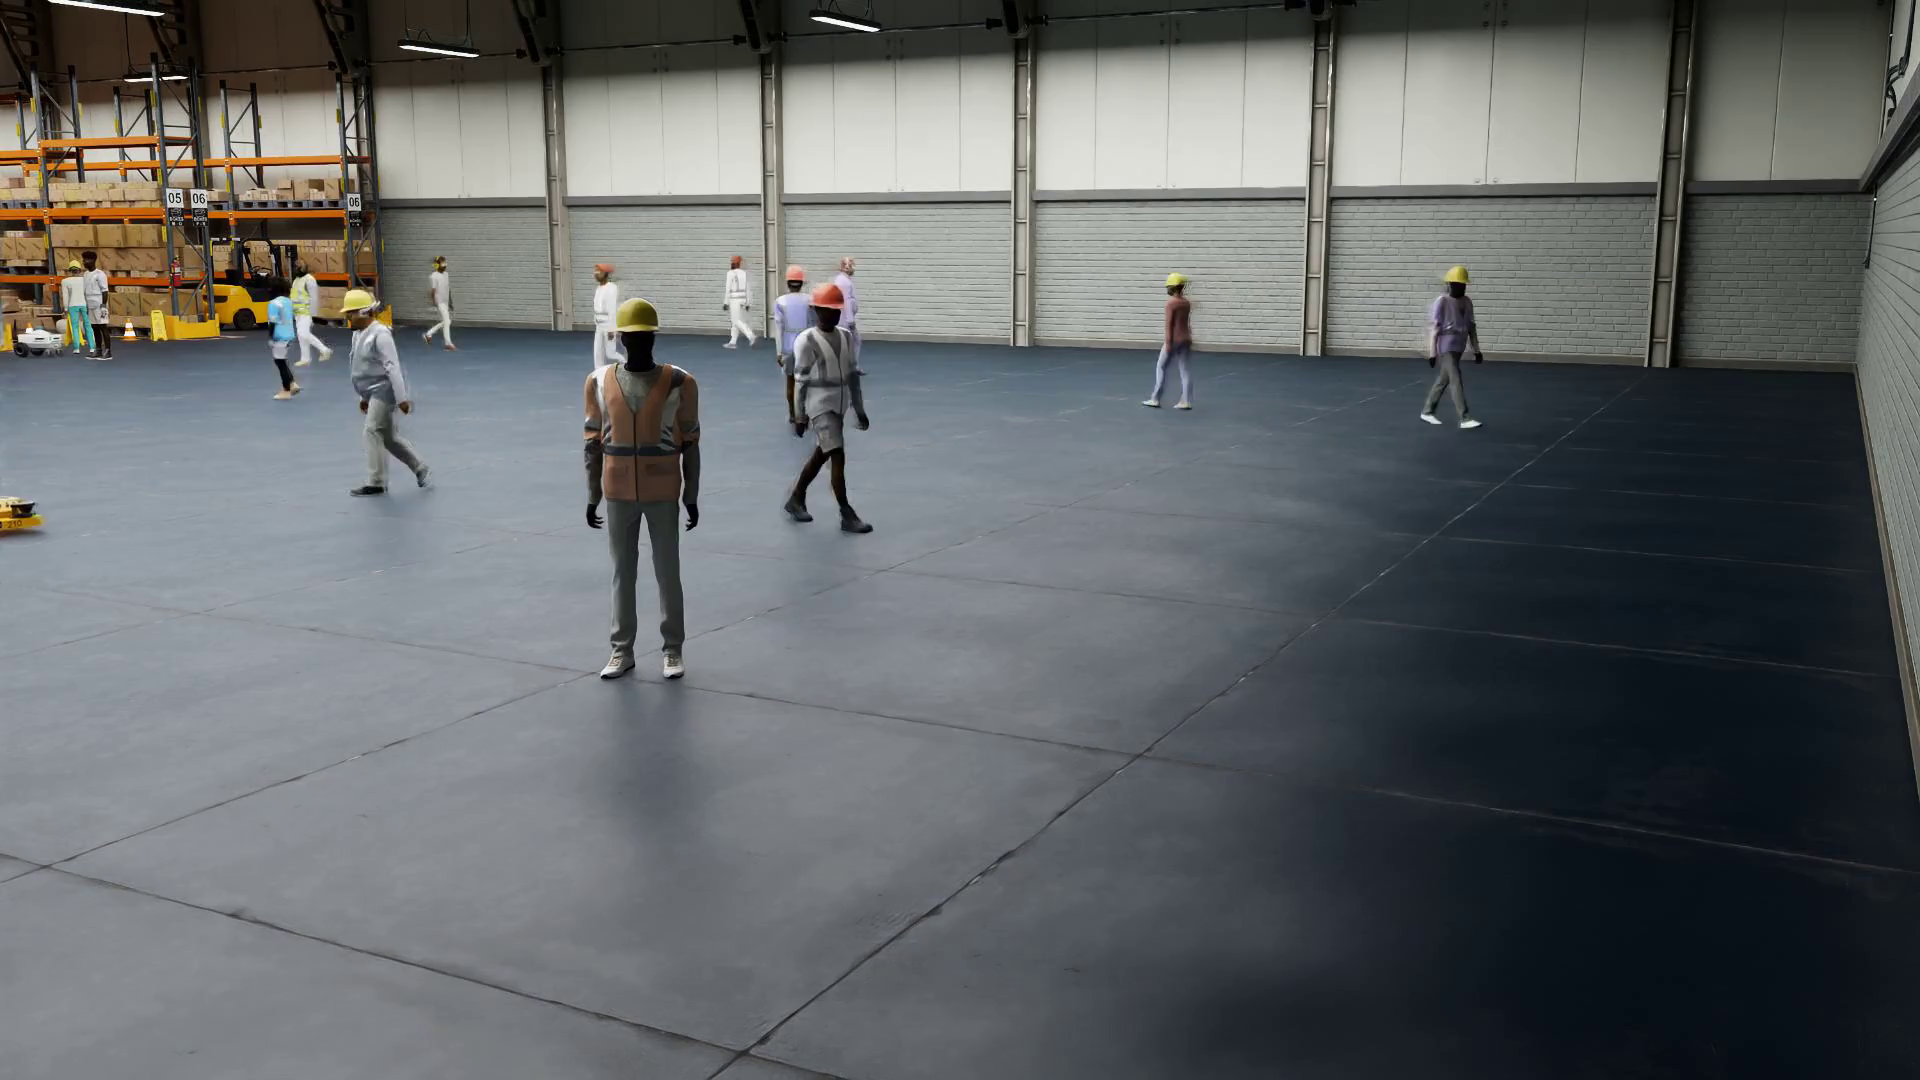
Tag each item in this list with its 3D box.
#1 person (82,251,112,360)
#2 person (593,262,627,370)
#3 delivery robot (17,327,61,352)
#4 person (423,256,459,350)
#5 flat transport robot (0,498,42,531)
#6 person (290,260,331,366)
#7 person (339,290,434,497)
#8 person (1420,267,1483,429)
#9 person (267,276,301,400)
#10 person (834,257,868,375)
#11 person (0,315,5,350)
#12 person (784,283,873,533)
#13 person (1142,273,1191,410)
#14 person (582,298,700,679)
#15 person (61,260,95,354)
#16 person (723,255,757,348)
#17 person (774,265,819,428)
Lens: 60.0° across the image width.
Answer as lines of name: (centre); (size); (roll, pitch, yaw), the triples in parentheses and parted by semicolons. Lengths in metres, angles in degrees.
person: (-15.572, -4.224, 29.978); (0.608, 1.966, 0.371); (7, 13, 34)
person: (-5.000, -3.034, 23.784); (0.765, 1.866, 0.582); (-8, 13, -38)
delivery robot: (-16.979, -3.693, 30.678); (0.707, 0.478, 0.477); (1, 10, 8)
person: (-10.244, -4.665, 32.733); (0.728, 1.843, 0.522); (2, 11, 13)
flat transport robot: (-7.776, -0.223, 12.788); (1.431, 0.197, 0.652); (7, 12, 33)
person: (-11.227, -3.898, 28.580); (0.517, 1.827, 0.632); (-9, 14, -40)
person: (-4.951, -1.281, 14.437); (0.735, 1.788, 0.599); (-7, 12, -32)
person: (5.769, -2.245, 19.442); (0.604, 1.878, 0.984); (-7, 13, -35)
person: (-9.253, -2.739, 22.622); (0.367, 1.685, 0.551); (0, 10, 3)
person: (-1.715, -3.519, 26.333); (0.703, 1.883, 0.673); (-1, 10, -4)
person: (-13.556, -2.776, 23.103); (0.512, 1.606, 0.801); (-5, 11, -24)
person: (-1.055, -1.025, 12.774); (0.990, 1.893, 0.546); (8, 13, 38)
person: (2.716, -2.569, 21.559); (0.532, 1.744, 0.730); (-9, 14, -40)
person: (-1.609, -0.253, 8.424); (0.593, 1.929, 0.354); (0, 10, 0)
person: (-16.722, -4.414, 31.564); (0.523, 1.769, 0.319); (-6, 12, -29)
person: (-4.358, -4.712, 32.946); (0.805, 1.864, 0.590); (6, 12, 28)
person: (-1.902, -2.270, 19.527); (0.552, 1.911, 0.942); (-2, 11, -9)
